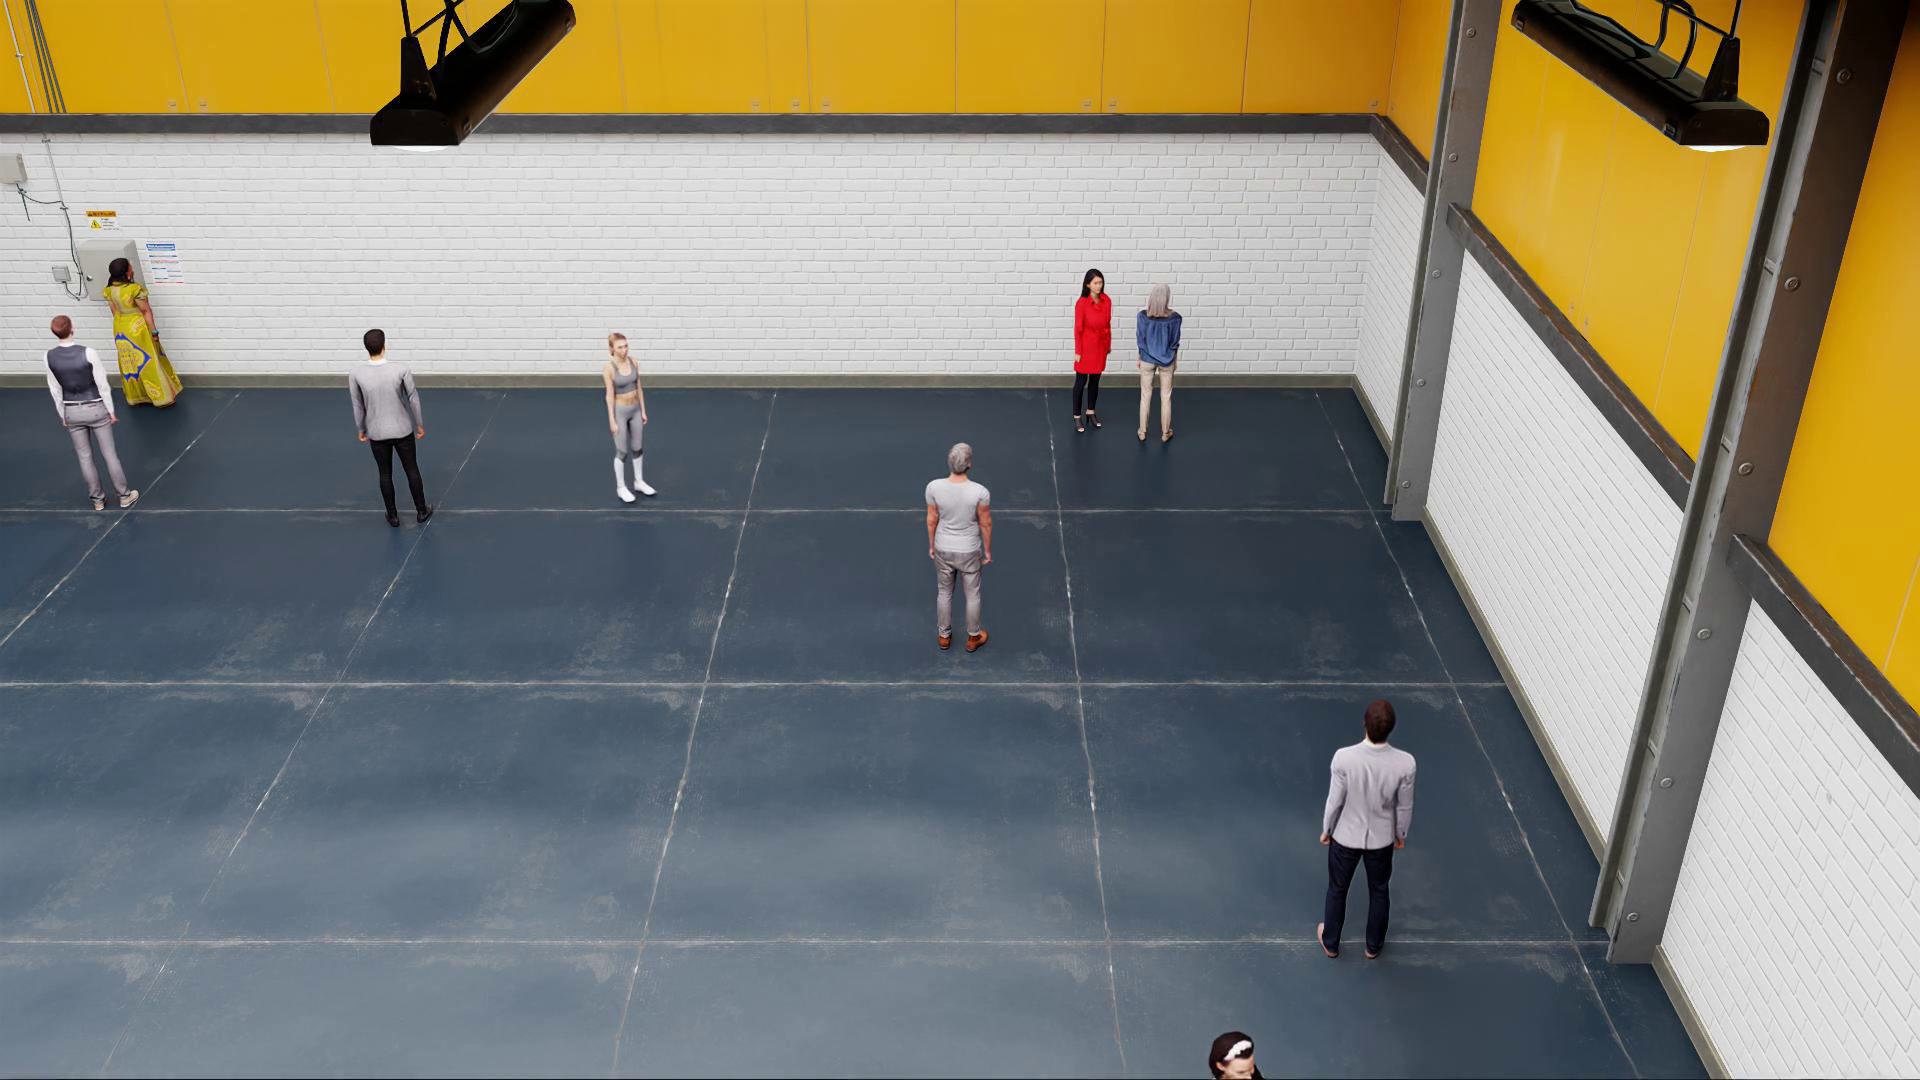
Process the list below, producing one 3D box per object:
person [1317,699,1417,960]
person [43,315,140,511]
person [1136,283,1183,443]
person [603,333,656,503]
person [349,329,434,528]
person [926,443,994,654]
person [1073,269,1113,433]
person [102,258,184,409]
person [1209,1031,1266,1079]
[{"bbox_3d":[2.485,1.793,10.246,0.694,1.850,0.575,2,29,4],"label":"person"},{"bbox_3d":[-8.228,-1.204,15.650,0.694,1.937,0.633,-5,29,-10],"label":"person"},{"bbox_3d":[2.024,-1.821,17.032,0.641,1.697,0.605,4,29,8],"label":"person"},{"bbox_3d":[-3.195,-1.191,15.873,0.692,1.701,0.624,23,36,36],"label":"person"},{"bbox_3d":[-5.269,-1.034,15.355,0.801,1.921,0.709,-7,29,-13],"label":"person"},{"bbox_3d":[-0.011,0.070,13.426,0.735,1.831,0.636,6,29,11],"label":"person"},{"bbox_3d":[1.363,-1.976,17.264,0.728,1.747,0.764,-16,32,-26],"label":"person"},{"bbox_3d":[-8.822,-2.223,17.807,0.932,1.659,0.879,7,29,13],"label":"person"},{"bbox_3d":[1.238,3.053,7.970,0.853,1.818,0.904,-20,34,-32],"label":"person"}]
